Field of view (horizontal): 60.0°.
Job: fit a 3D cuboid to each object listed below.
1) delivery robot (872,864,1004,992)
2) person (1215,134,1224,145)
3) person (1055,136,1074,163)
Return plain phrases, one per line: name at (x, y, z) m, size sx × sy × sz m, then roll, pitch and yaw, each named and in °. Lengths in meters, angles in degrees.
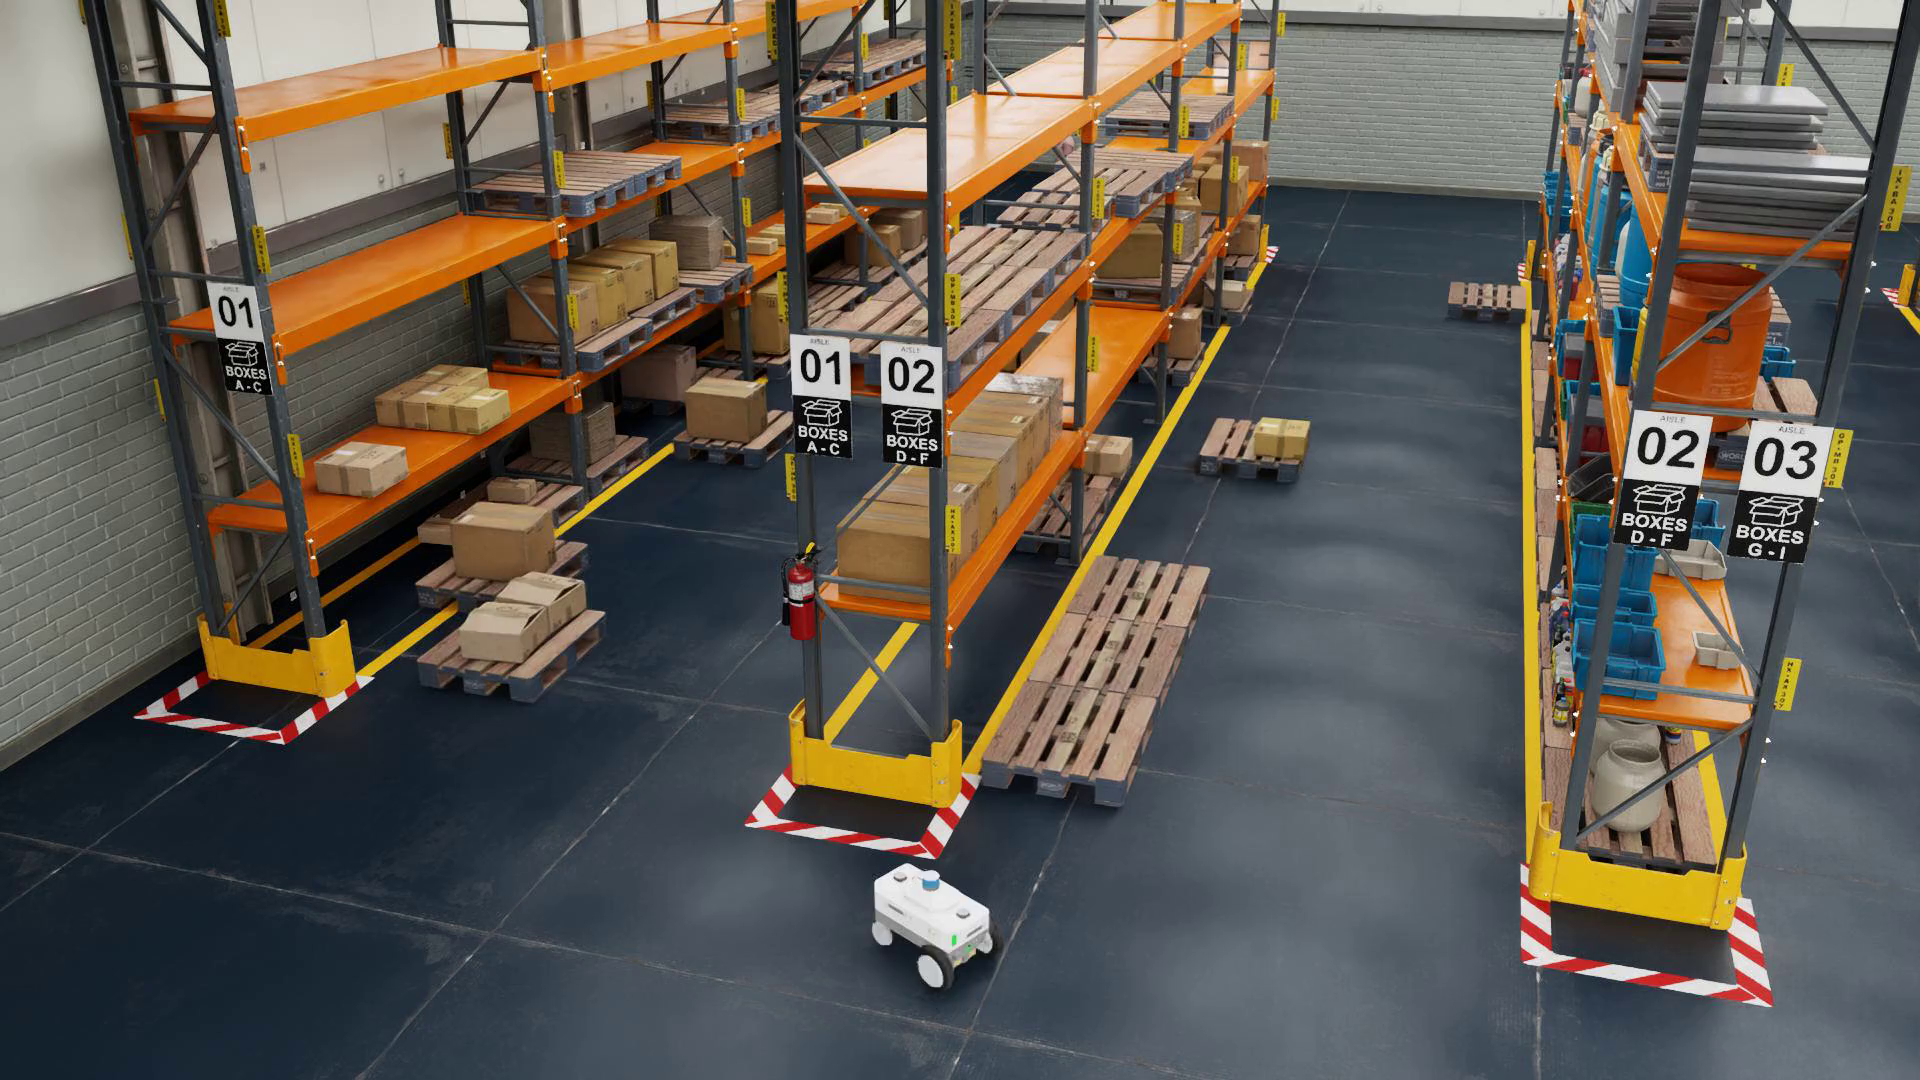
delivery robot at (-0.152, 2.214, 9.684) m, size 0.784 × 0.599 × 0.499 m, roll 21°, pitch 31°, yaw 40°
person at (4.180, -5.770, 26.785) m, size 0.772 × 1.669 × 0.489 m, roll 5°, pitch 24°, yaw 11°
person at (1.732, -5.933, 27.009) m, size 0.485 × 1.800 × 0.593 m, roll 0°, pitch 23°, yaw 0°
